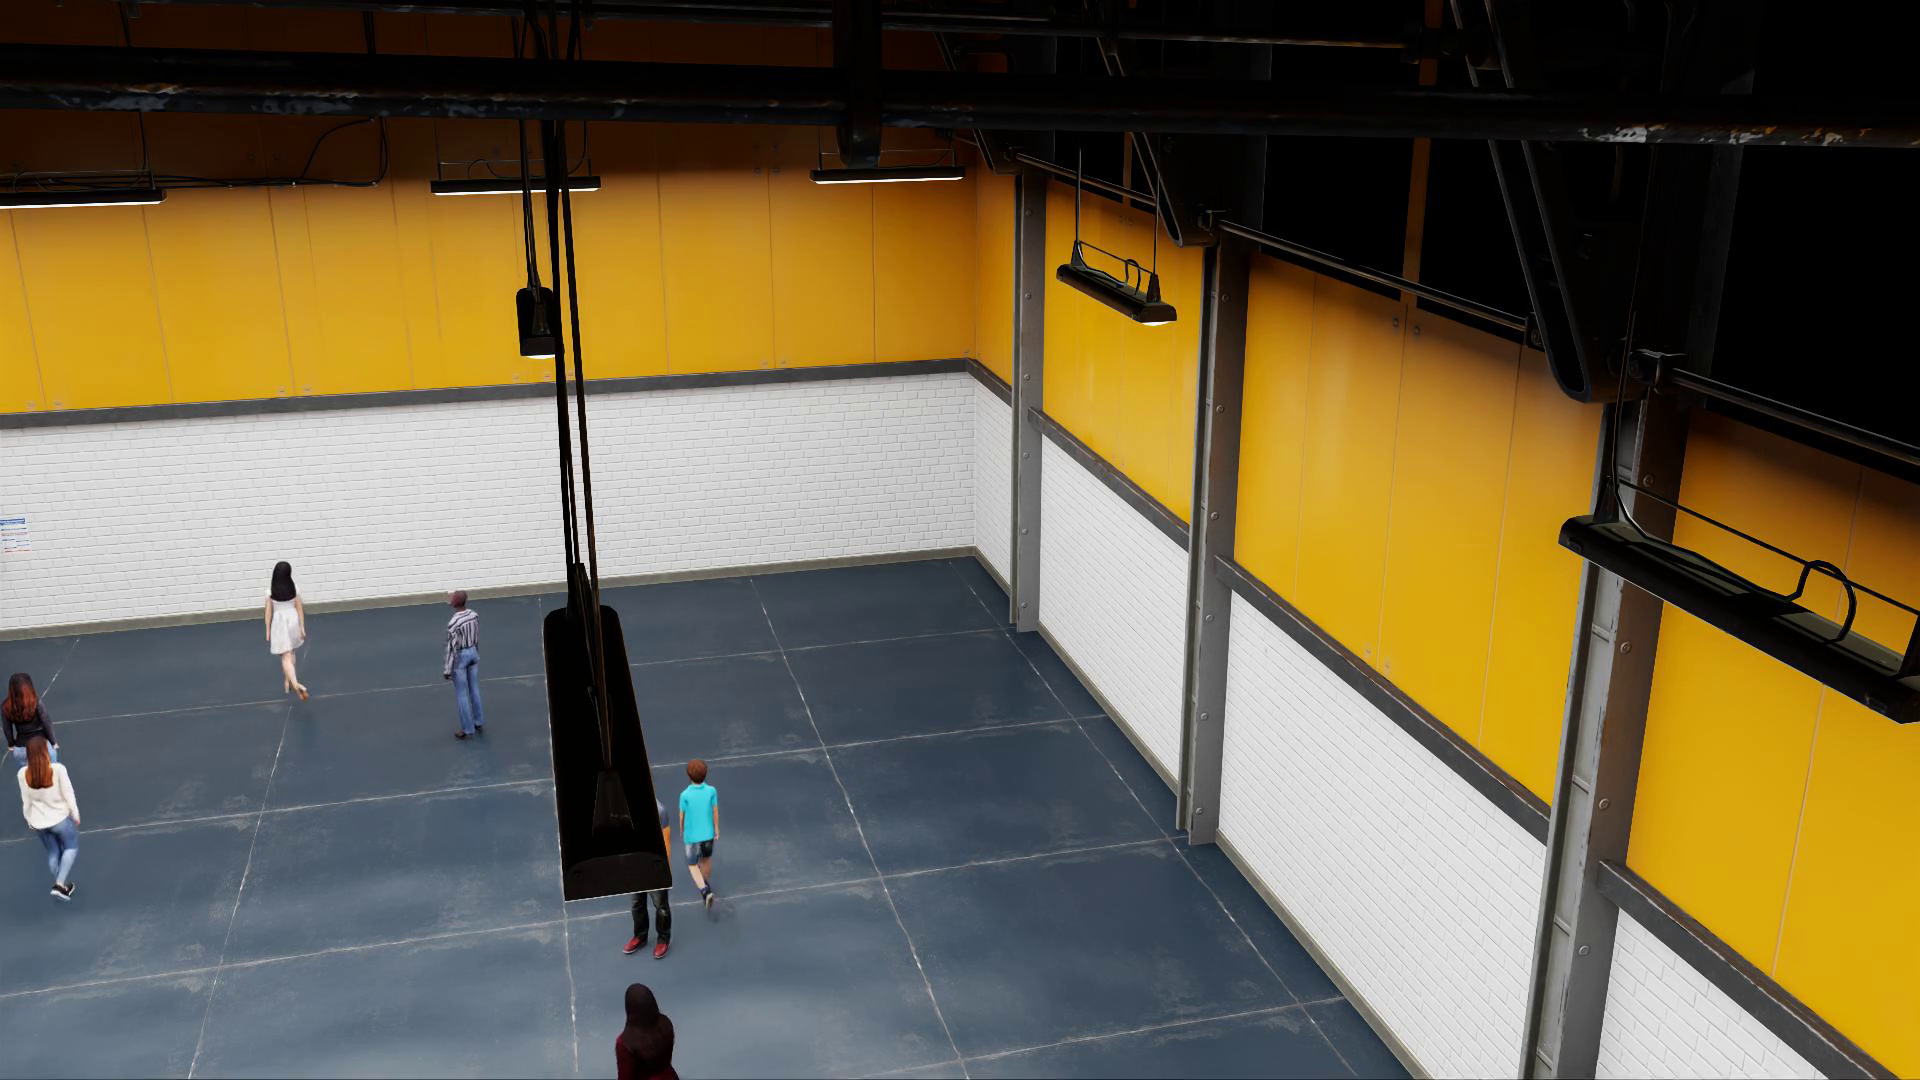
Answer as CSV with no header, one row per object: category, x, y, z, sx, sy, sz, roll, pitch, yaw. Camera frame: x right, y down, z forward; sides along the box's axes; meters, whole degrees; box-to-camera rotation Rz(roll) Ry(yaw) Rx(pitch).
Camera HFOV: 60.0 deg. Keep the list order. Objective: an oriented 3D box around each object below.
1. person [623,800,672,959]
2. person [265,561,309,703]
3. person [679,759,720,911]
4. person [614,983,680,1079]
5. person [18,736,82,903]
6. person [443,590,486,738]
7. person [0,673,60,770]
person,-2.779,2.835,14.712,0.735,1.808,0.733,6,19,17
person,-8.006,1.147,19.844,0.835,1.732,1.243,-11,22,-30
person,-2.417,2.754,15.540,0.668,1.433,0.911,-11,21,-29
person,-2.108,3.928,11.574,0.923,1.739,0.867,15,24,37
person,-8.460,2.649,15.467,0.678,1.678,0.795,-2,19,-6
person,-5.658,1.409,18.969,0.788,1.793,0.692,10,21,27
person,-9.519,2.125,17.086,0.687,1.638,0.630,-1,19,-2
